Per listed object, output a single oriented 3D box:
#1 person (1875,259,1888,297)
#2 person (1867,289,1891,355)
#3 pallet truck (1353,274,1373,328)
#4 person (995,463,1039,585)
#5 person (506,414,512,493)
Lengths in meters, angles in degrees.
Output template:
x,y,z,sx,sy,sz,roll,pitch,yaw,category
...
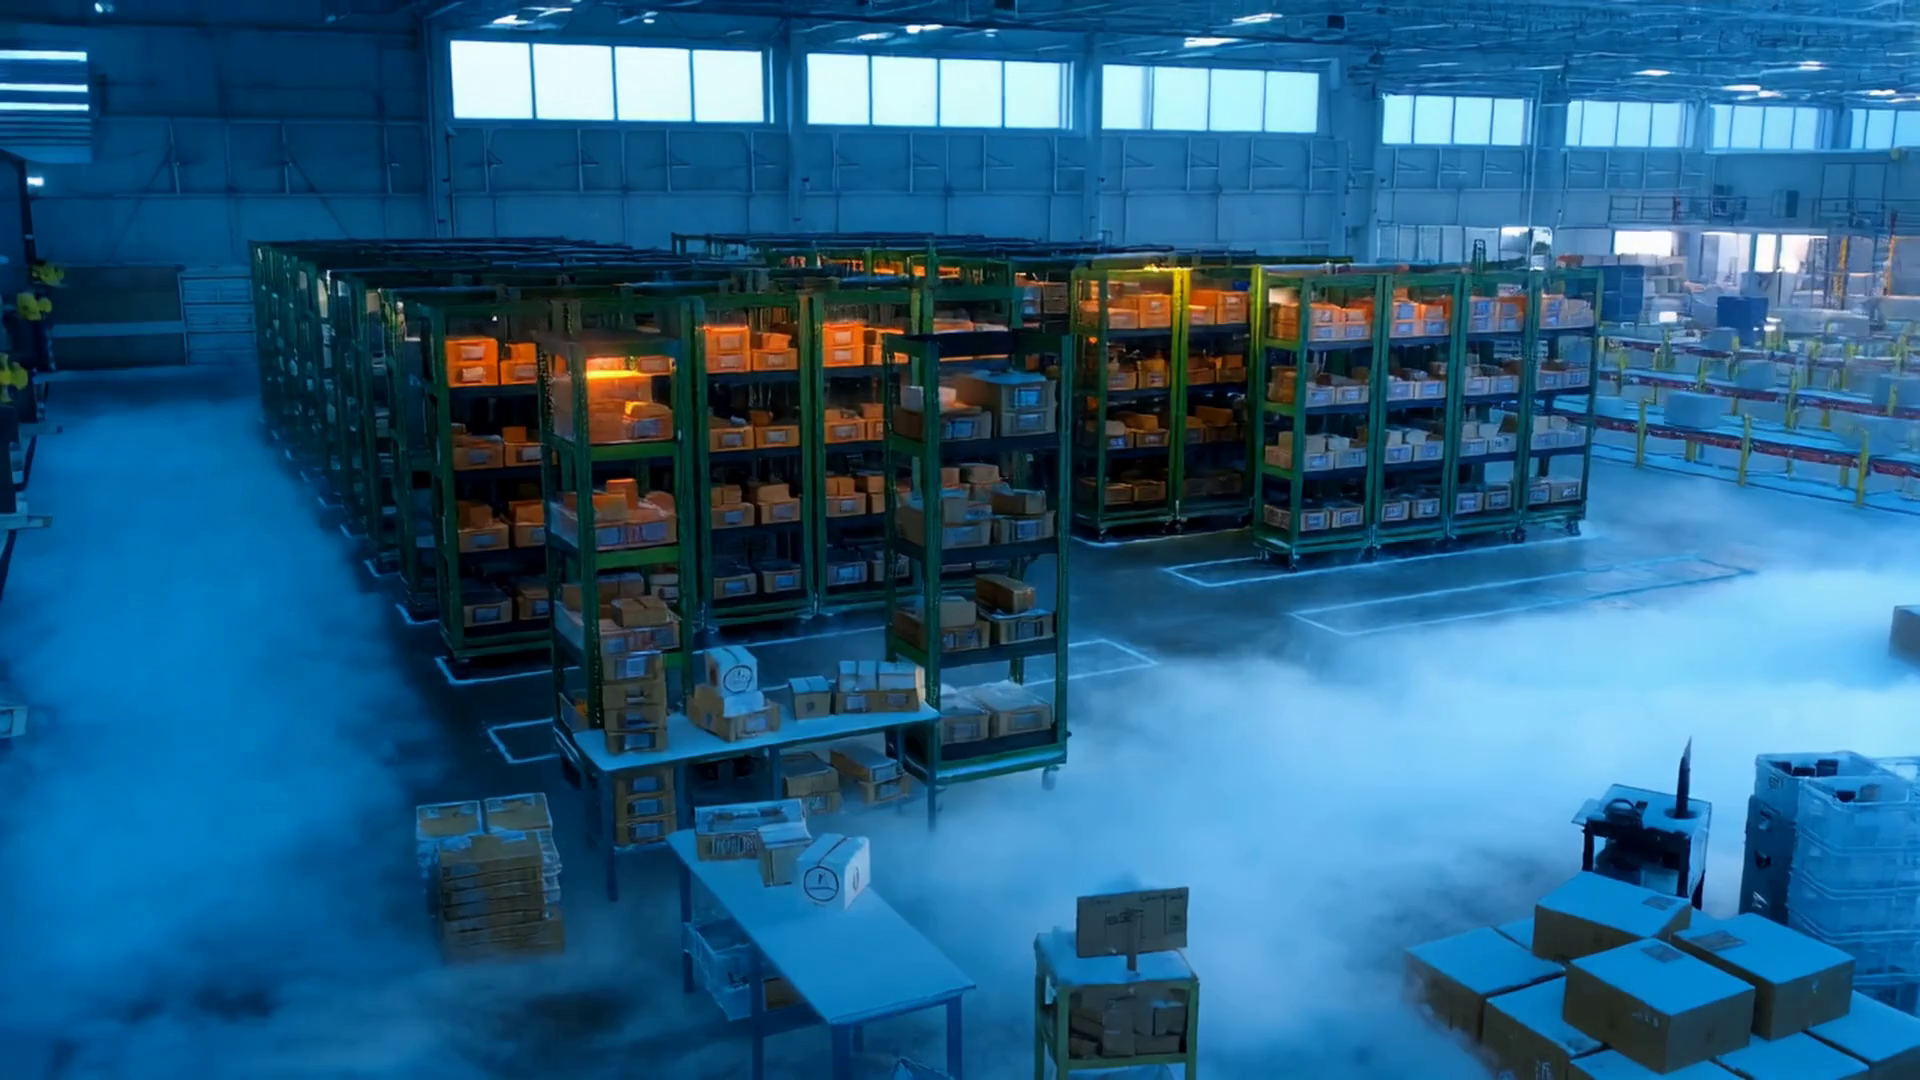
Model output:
x,y,z,sx,sy,sz,roll,pitch,yaw,category
36.176,-10.081,65.202,0.557,1.814,0.538,-3,12,-12,person
25.378,-6.002,45.925,0.660,1.888,0.637,-5,13,-21,person
13.011,-8.050,55.243,0.823,1.965,1.885,-7,14,-28,pallet truck
0.562,0.015,18.034,0.911,1.793,0.597,-10,16,-40,person
-5.913,-0.890,22.221,0.880,1.808,0.585,-7,14,-31,person
